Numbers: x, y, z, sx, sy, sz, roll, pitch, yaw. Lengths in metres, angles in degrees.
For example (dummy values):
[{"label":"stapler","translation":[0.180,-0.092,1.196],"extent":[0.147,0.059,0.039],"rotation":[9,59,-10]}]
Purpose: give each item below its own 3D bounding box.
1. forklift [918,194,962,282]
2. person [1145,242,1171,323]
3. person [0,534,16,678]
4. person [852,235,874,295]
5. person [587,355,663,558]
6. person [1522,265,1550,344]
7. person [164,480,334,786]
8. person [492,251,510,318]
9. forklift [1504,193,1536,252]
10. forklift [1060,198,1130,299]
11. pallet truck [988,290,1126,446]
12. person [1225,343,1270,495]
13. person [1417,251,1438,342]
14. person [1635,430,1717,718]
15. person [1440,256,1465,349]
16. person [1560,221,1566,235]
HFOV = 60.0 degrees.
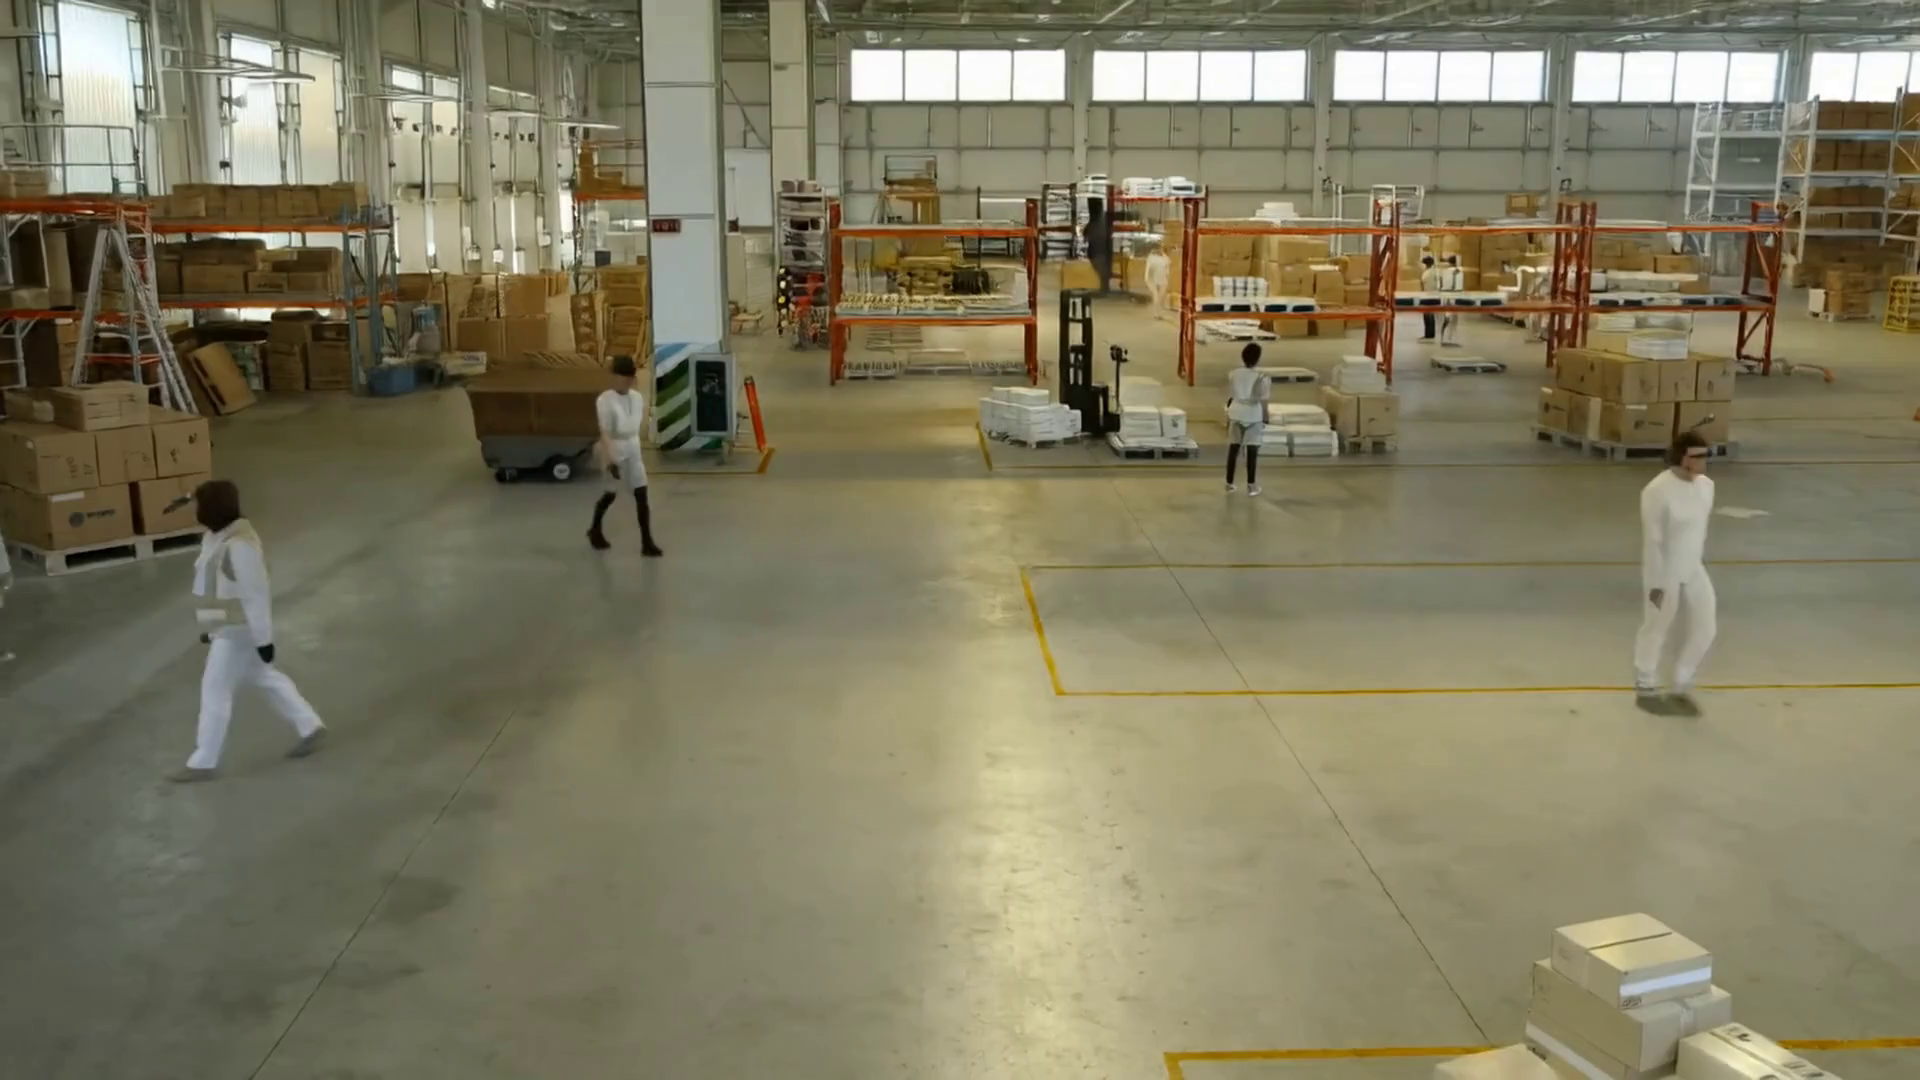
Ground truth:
[{"label":"forklift","translation":[-0.946,-9.832,54.110],"extent":[1.873,2.768,1.129],"rotation":[-7,14,-28]},{"label":"person","translation":[4.706,-6.141,39.647],"extent":[0.661,1.913,0.661],"rotation":[-4,13,-19]},{"label":"person","translation":[-6.791,0.207,11.284],"extent":[0.638,1.789,0.984],"rotation":[2,13,7]},{"label":"person","translation":[-2.799,-8.006,48.016],"extent":[0.630,1.938,0.372],"rotation":[0,12,1]},{"label":"person","translation":[-3.202,-0.798,15.584],"extent":[0.959,1.902,0.548],"rotation":[12,17,42]},{"label":"person","translation":[12.044,-4.916,34.738],"extent":[0.514,1.642,0.310],"rotation":[10,16,38]},{"label":"person","translation":[-4.255,0.512,9.890],"extent":[0.958,1.803,0.621],"rotation":[-7,14,-28]},{"label":"person","translation":[-11.302,-6.262,40.845],"extent":[0.313,1.634,0.515],"rotation":[-11,16,-40]},{"label":"forklift","translation":[19.125,-10.478,57.029],"extent":[1.129,2.768,1.873],"rotation":[7,14,30]},{"label":"forklift","translation":[3.798,-8.210,46.791],"extent":[1.873,2.768,1.129],"rotation":[0,12,-2]},{"label":"pallet truck","translation":[1.257,-2.299,22.111],"extent":[1.885,1.965,0.823],"rotation":[-9,15,-35]},{"label":"person","translation":[3.187,-1.337,18.474],"extent":[0.535,1.690,0.320],"rotation":[9,15,35]},{"label":"person","translation":[9.872,-5.140,35.130],"extent":[0.407,1.917,0.590],"rotation":[8,15,31]},{"label":"person","translation":[4.681,0.244,10.805],"extent":[0.644,1.916,0.597],"rotation":[-5,14,-23]},{"label":"person","translation":[9.998,-4.812,33.715],"extent":[0.337,1.882,0.585],"rotation":[-6,14,-25]},{"label":"person","translation":[19.975,-9.598,55.202],"extent":[0.552,1.934,0.373],"rotation":[-10,16,-39]}]
